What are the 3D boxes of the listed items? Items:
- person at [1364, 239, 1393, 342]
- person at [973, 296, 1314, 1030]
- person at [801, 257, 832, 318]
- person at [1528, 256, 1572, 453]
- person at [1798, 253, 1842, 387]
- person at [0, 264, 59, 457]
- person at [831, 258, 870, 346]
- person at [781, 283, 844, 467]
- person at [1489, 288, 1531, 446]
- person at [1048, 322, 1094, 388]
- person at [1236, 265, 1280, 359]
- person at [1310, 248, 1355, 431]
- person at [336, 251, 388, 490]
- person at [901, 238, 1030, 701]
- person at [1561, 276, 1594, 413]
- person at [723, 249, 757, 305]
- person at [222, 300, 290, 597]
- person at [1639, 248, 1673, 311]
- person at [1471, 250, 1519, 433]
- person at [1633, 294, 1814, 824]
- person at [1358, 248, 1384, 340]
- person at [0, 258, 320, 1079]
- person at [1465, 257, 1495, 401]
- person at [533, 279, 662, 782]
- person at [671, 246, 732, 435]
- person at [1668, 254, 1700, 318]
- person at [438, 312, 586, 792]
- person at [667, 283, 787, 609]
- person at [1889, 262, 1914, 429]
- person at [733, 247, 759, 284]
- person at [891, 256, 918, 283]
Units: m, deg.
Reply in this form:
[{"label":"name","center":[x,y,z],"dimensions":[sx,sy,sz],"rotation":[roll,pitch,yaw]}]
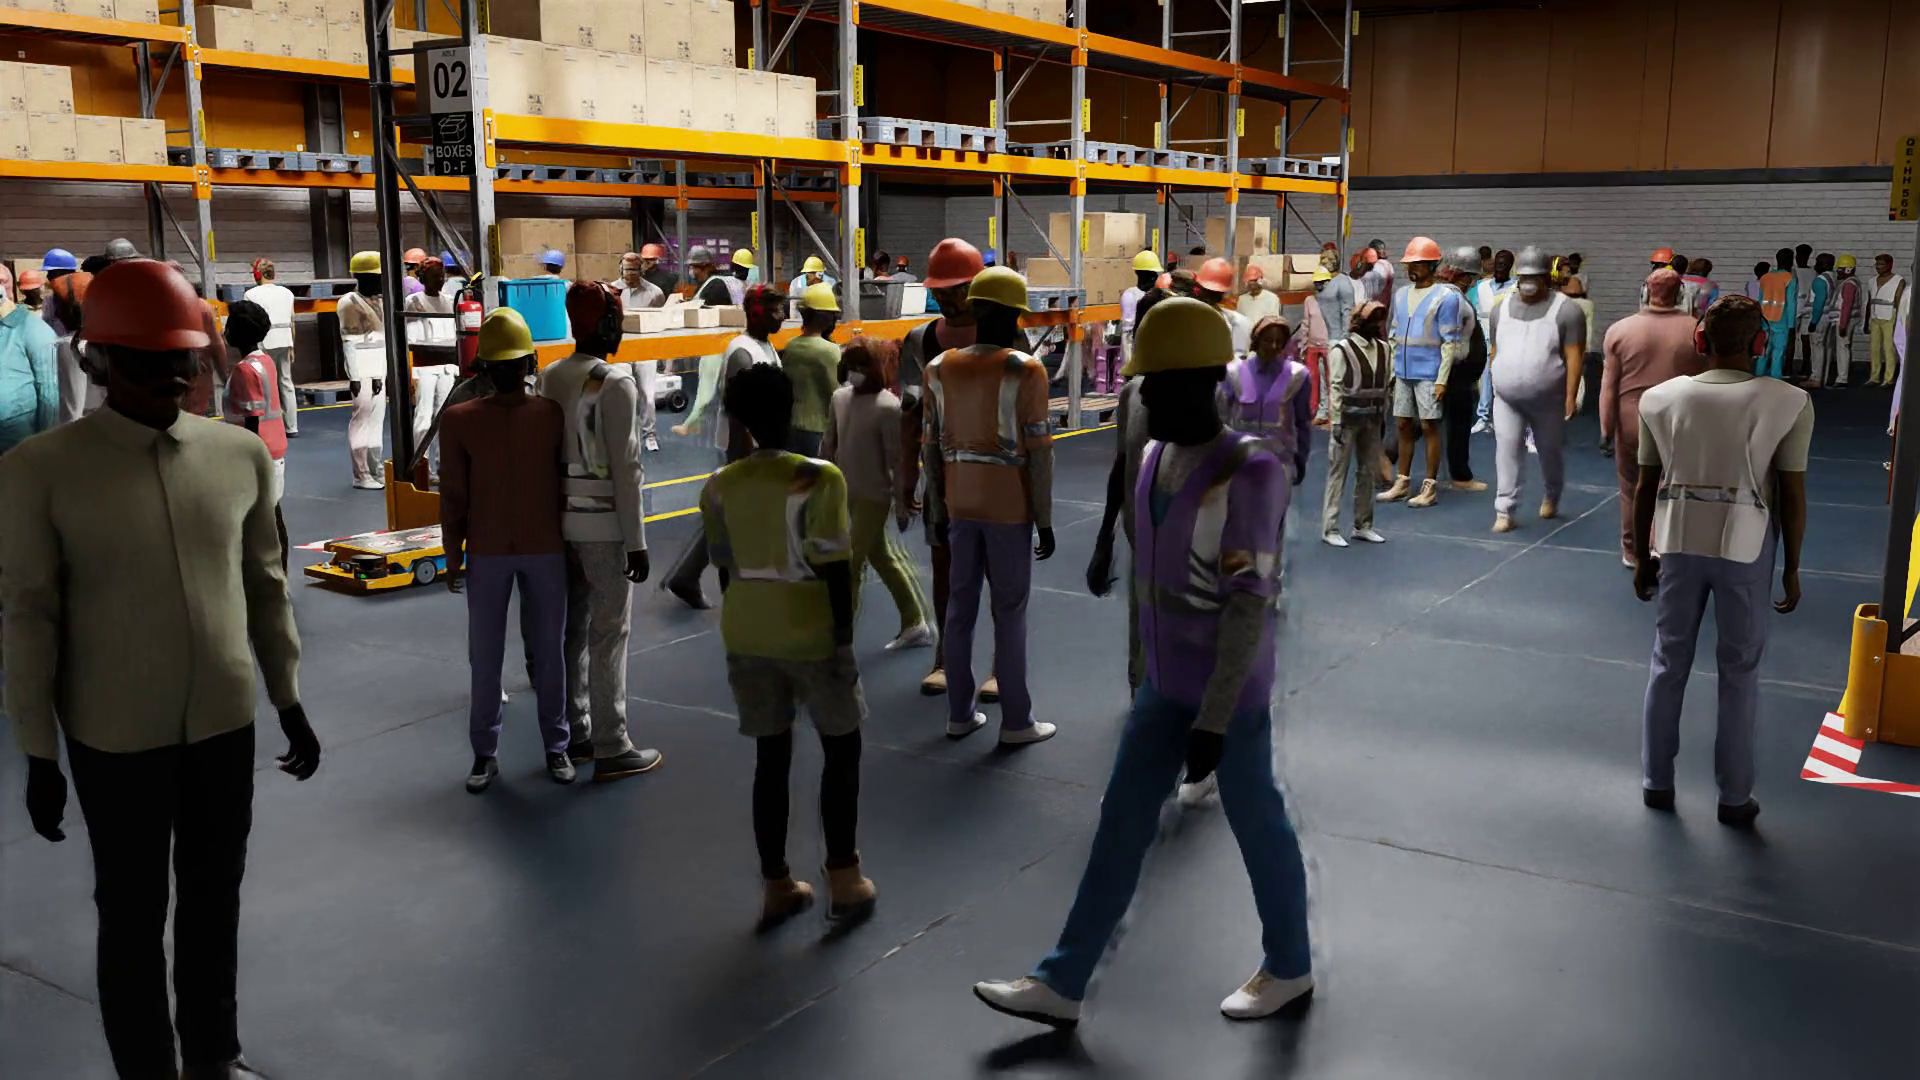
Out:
[{"label":"person","center":[6.470,-3.697,26.118],"dimensions":[0.535,2.000,0.702],"rotation":[8,13,36]},{"label":"person","center":[0.534,0.345,4.157],"dimensions":[0.979,1.873,0.611],"rotation":[-5,11,-25]},{"label":"person","center":[-1.685,-2.443,19.787],"dimensions":[0.409,1.824,0.592],"rotation":[-8,13,-36]},{"label":"person","center":[5.629,-1.760,15.861],"dimensions":[0.309,1.868,0.535],"rotation":[4,11,21]},{"label":"person","center":[11.885,-3.032,22.983],"dimensions":[0.636,1.841,0.429],"rotation":[-9,14,-42]},{"label":"person","center":[-5.276,-0.578,9.215],"dimensions":[0.642,1.905,0.399],"rotation":[3,11,17]},{"label":"person","center":[-1.121,-2.185,18.119],"dimensions":[0.599,1.907,0.400],"rotation":[-6,12,-29]},{"label":"person","center":[-0.862,-0.655,10.027],"dimensions":[0.320,1.766,0.536],"rotation":[-10,14,-44]},{"label":"person","center":[5.577,-1.880,16.532],"dimensions":[0.591,1.882,0.789],"rotation":[0,10,2]},{"label":"person","center":[1.532,-2.916,22.761],"dimensions":[0.975,1.684,0.531],"rotation":[-6,12,-30]},{"label":"person","center":[3.383,-2.282,19.114],"dimensions":[0.376,1.732,0.581],"rotation":[-9,14,-41]},{"label":"person","center":[3.954,-2.131,17.724],"dimensions":[0.377,1.938,0.629],"rotation":[-3,11,-18]},{"label":"person","center":[-4.822,-1.382,13.596],"dimensions":[0.370,1.929,0.585],"rotation":[2,10,10]},{"label":"person","center":[0.012,-0.301,7.340],"dimensions":[0.617,2.029,0.409],"rotation":[4,11,23]},{"label":"person","center":[7.181,-2.292,19.523],"dimensions":[0.504,1.610,0.742],"rotation":[2,10,9]},{"label":"person","center":[-2.553,-2.425,19.411],"dimensions":[0.391,1.917,0.586],"rotation":[8,13,39]},{"label":"person","center":[-3.891,-0.472,9.194],"dimensions":[0.318,1.700,0.535],"rotation":[-3,11,-14]},{"label":"person","center":[8.127,-2.435,19.445],"dimensions":[0.384,1.929,0.543],"rotation":[4,11,19]},{"label":"person","center":[5.635,-2.059,17.372],"dimensions":[0.593,1.921,0.388],"rotation":[9,14,41]},{"label":"person","center":[2.628,0.072,5.808],"dimensions":[0.560,1.836,0.394],"rotation":[8,13,37]},{"label":"person","center":[6.188,-3.442,25.089],"dimensions":[0.565,1.897,0.547],"rotation":[-5,11,-26]},{"label":"person","center":[-1.737,0.384,3.660],"dimensions":[0.413,1.991,0.627],"rotation":[7,13,35]},{"label":"person","center":[6.646,-2.667,21.053],"dimensions":[0.567,1.816,0.881],"rotation":[7,12,33]},{"label":"person","center":[-1.372,-0.033,6.272],"dimensions":[0.353,1.879,0.575],"rotation":[-10,14,-44]},{"label":"person","center":[-2.538,-2.133,17.447],"dimensions":[1.007,2.000,0.690],"rotation":[-3,11,-16]},{"label":"person","center":[8.153,-2.315,18.968],"dimensions":[0.516,1.860,0.323],"rotation":[0,10,2]},{"label":"person","center":[-1.629,0.049,6.118],"dimensions":[0.529,1.767,0.329],"rotation":[-3,11,-15]},{"label":"person","center":[-1.153,-0.497,9.040],"dimensions":[0.948,1.798,0.576],"rotation":[2,10,10]},{"label":"person","center":[10.109,-2.065,17.656],"dimensions":[0.357,1.835,0.516],"rotation":[6,12,31]},{"label":"person","center":[-2.972,-3.171,23.525],"dimensions":[0.627,1.933,0.370],"rotation":[7,13,36]},{"label":"person","center":[-0.969,-3.947,28.293],"dimensions":[0.563,1.752,0.324],"rotation":[0,10,1]}]
